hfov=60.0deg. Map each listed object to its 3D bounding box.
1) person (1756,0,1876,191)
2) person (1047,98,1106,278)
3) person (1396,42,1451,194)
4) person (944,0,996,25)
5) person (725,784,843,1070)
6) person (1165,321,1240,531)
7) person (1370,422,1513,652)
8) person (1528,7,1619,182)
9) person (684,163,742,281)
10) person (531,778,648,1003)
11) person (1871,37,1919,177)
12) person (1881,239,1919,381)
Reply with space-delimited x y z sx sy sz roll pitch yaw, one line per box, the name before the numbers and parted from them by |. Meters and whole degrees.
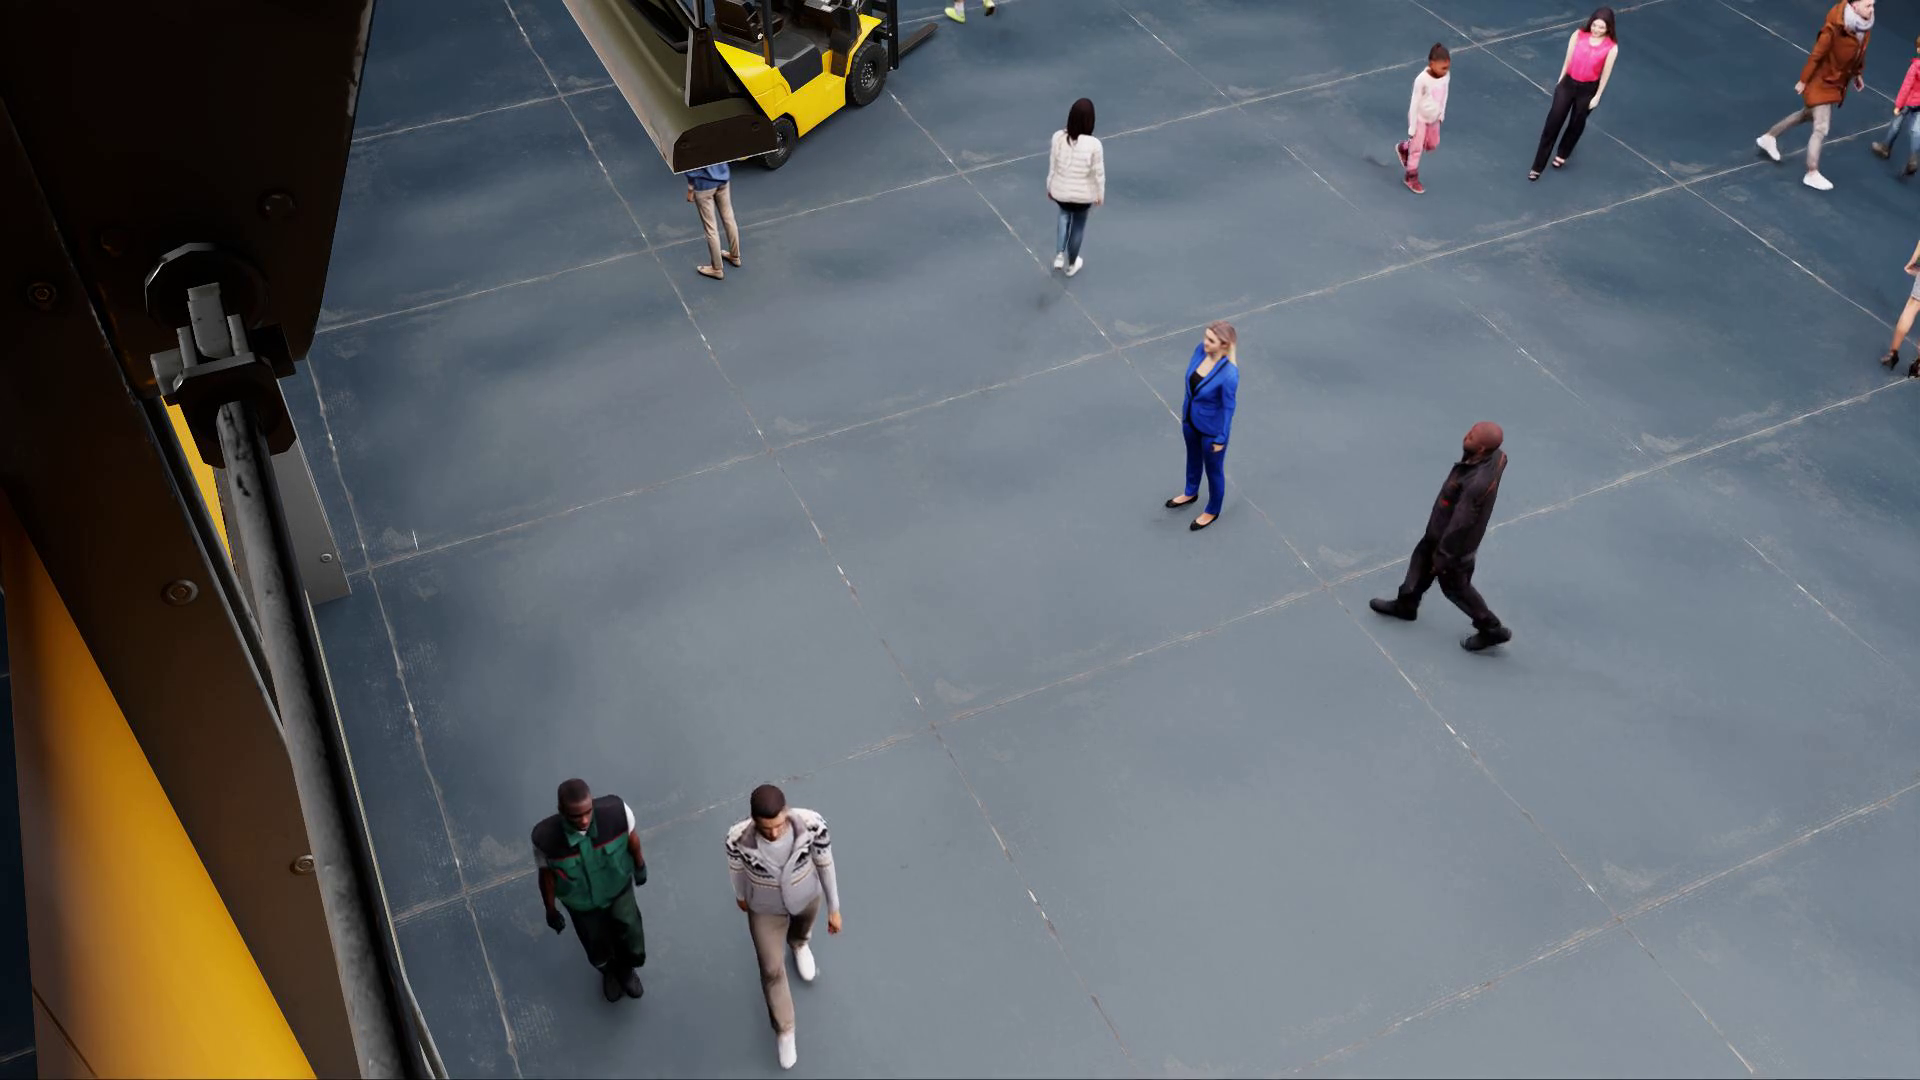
person | 7.704 -4.123 14.942 0.858 1.802 1.185 -27 50 -26
person | 0.916 -2.860 13.742 0.759 1.627 0.826 17 46 17
person | 4.119 -3.834 14.900 0.601 1.441 0.733 -24 49 -23
person | 0.111 -6.162 17.066 0.784 1.823 0.945 -31 52 -29
person | -0.924 1.789 8.722 0.794 1.820 1.157 -11 45 -11
person | 1.724 -0.814 11.542 0.685 1.700 0.491 -21 48 -21
person | 3.272 -0.008 10.611 1.260 1.817 1.173 16 46 16
person | 5.603 -4.068 15.009 0.983 1.629 0.975 23 48 23
person | -2.076 -2.959 13.796 0.713 1.697 0.704 27 50 26
person | -1.929 1.770 8.740 0.716 1.824 0.697 -15 46 -16
person | 8.718 -3.930 15.116 0.704 1.282 0.950 -1 44 -1
person | 7.537 -2.034 12.742 0.684 1.811 0.785 26 49 24
